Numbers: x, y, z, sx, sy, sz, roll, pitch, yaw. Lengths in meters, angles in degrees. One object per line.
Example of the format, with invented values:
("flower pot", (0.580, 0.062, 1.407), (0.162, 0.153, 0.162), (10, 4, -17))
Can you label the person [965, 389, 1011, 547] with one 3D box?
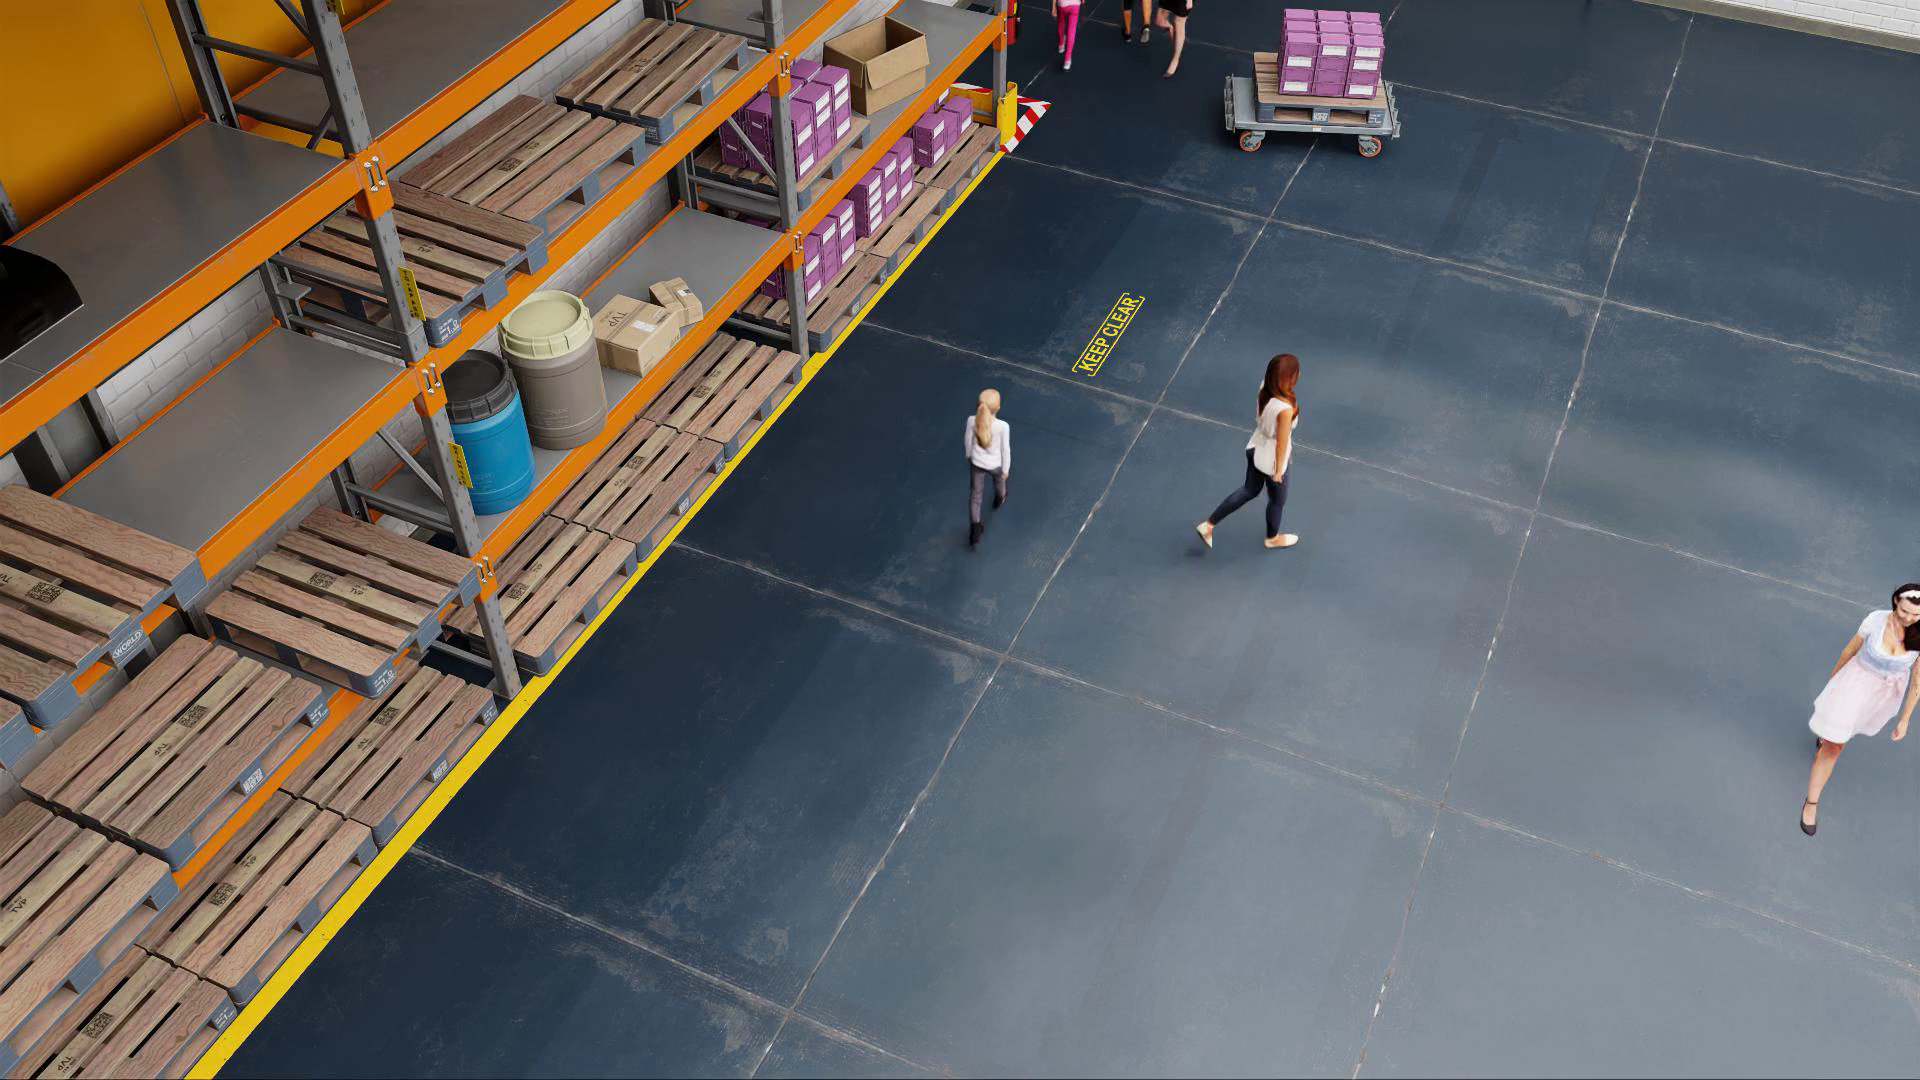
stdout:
("person", (0.168, -0.505, 11.834), (0.596, 1.245, 0.915), (11, 45, 12))

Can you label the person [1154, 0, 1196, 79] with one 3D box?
("person", (2.281, -5.477, 16.660), (0.849, 1.787, 0.799), (-22, 48, -21))

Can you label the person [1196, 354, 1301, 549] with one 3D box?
("person", (2.058, -0.571, 11.524), (1.050, 1.769, 1.009), (-11, 45, -12))

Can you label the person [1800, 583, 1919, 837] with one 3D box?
("person", (5.461, 0.869, 10.026), (0.712, 1.750, 1.228), (14, 45, 14))

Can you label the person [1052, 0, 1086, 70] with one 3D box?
("person", (1.116, -5.440, 17.011), (0.659, 1.250, 0.927), (5, 44, 5))

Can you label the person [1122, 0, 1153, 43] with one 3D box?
("person", (1.855, -5.928, 17.227), (0.797, 1.657, 0.903), (-5, 44, -5))
